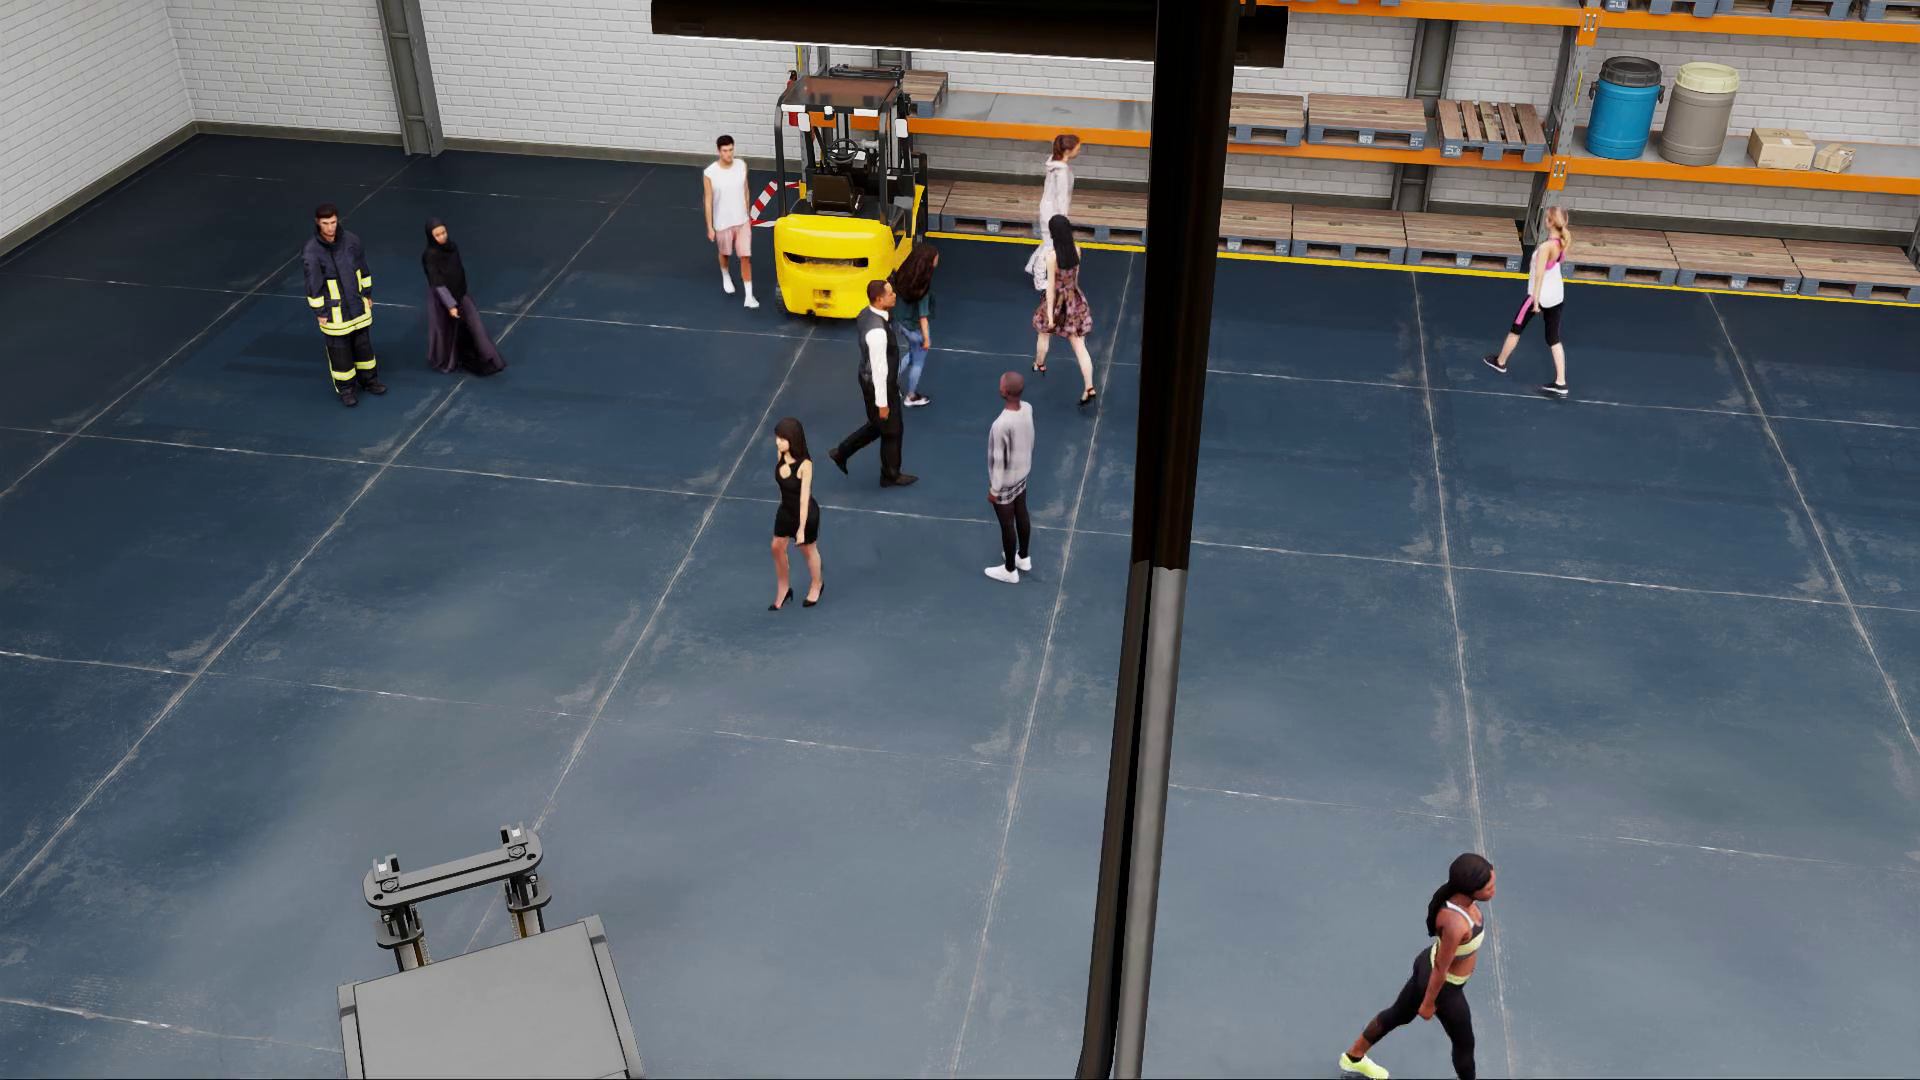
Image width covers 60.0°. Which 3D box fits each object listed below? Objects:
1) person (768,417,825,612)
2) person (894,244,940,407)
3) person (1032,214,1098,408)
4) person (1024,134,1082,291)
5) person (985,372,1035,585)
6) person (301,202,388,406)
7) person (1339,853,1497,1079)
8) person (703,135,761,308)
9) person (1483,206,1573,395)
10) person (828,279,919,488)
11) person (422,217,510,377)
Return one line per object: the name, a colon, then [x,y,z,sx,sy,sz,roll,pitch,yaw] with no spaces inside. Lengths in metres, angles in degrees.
person: [-1.124,-0.204,12.321,0.749,1.636,0.793,27,42,35]
person: [-0.465,-1.886,14.890,0.870,1.593,0.796,-19,38,-26]
person: [0.985,-2.008,14.968,1.162,1.711,1.207,-24,40,-31]
person: [0.908,-3.357,17.045,0.834,1.658,0.758,-7,34,-10]
person: [0.394,-0.480,12.614,0.655,1.771,0.686,20,38,27]
person: [-5.584,-2.163,15.011,0.892,1.921,0.889,27,42,34]
person: [2.370,2.259,8.552,1.146,1.706,0.652,9,35,14]
person: [-2.344,-3.247,16.808,1.171,1.738,1.118,-13,36,-19]
person: [5.405,-2.151,15.154,1.144,1.743,1.155,-19,38,-26]
person: [-0.749,-1.260,13.672,1.100,1.900,0.929,-7,34,-11]
person: [-4.817,-2.257,15.447,1.229,1.596,0.890,17,37,24]
